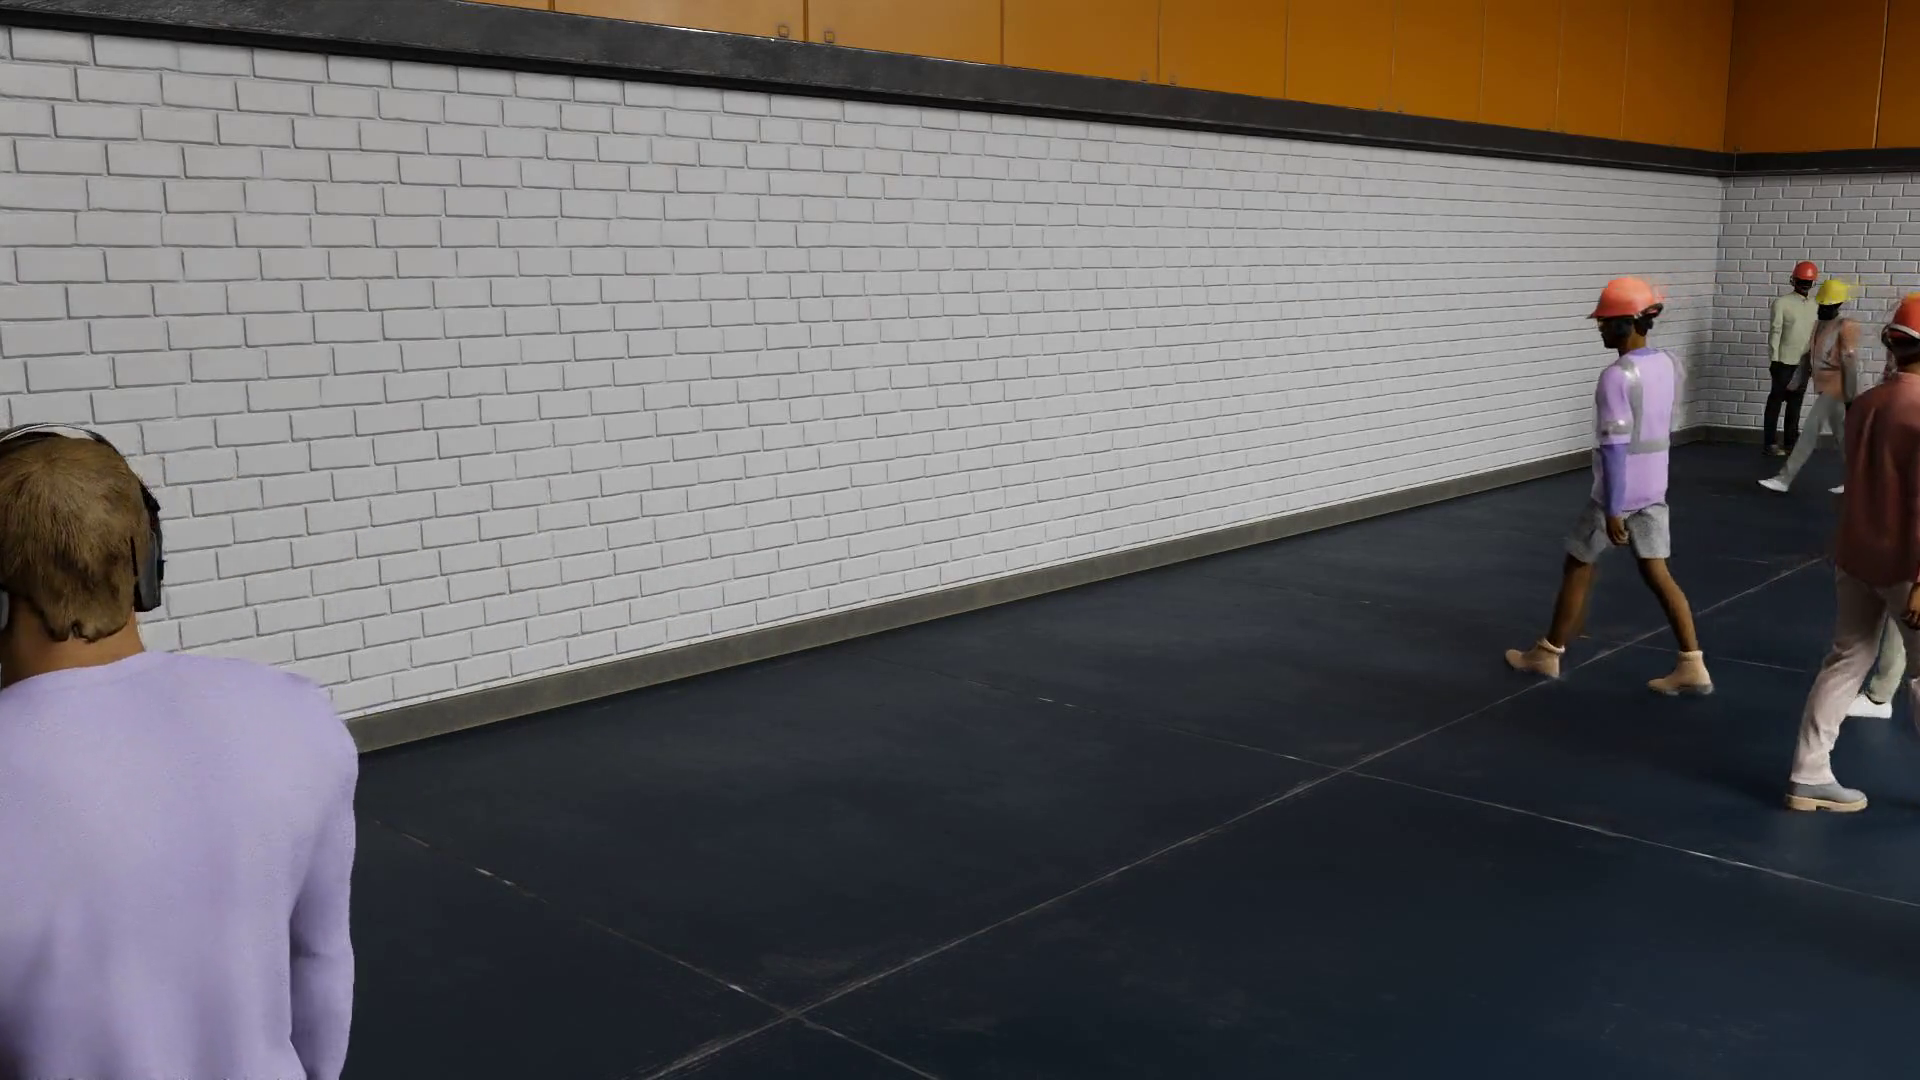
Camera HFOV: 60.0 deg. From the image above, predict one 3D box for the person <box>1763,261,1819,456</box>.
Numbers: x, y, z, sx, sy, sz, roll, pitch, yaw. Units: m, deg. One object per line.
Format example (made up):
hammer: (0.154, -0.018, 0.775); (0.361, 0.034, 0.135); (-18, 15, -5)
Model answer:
person: (8.570, -1.852, 17.069); (0.613, 1.991, 0.392); (-3, 10, -15)

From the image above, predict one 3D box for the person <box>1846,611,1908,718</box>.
person: (4.460, -0.064, 7.359); (0.959, 1.836, 0.513); (5, 11, 25)

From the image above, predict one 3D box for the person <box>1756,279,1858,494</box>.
person: (7.409, -1.298, 14.263); (0.958, 1.855, 0.617); (2, 10, 9)

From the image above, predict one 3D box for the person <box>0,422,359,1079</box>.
person: (-0.974, 0.826, 1.972); (0.361, 1.938, 0.640); (6, 12, 32)

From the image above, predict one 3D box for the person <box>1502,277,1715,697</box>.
person: (3.176, -0.249, 7.959); (0.618, 2.001, 1.014); (-7, 12, -34)

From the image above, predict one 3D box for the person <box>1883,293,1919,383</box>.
person: (7.723, -1.125, 13.571); (0.526, 1.767, 0.320); (-3, 10, -15)

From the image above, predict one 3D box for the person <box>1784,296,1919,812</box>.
person: (3.535, 0.077, 6.176); (0.844, 1.955, 0.644); (-1, 10, -5)
